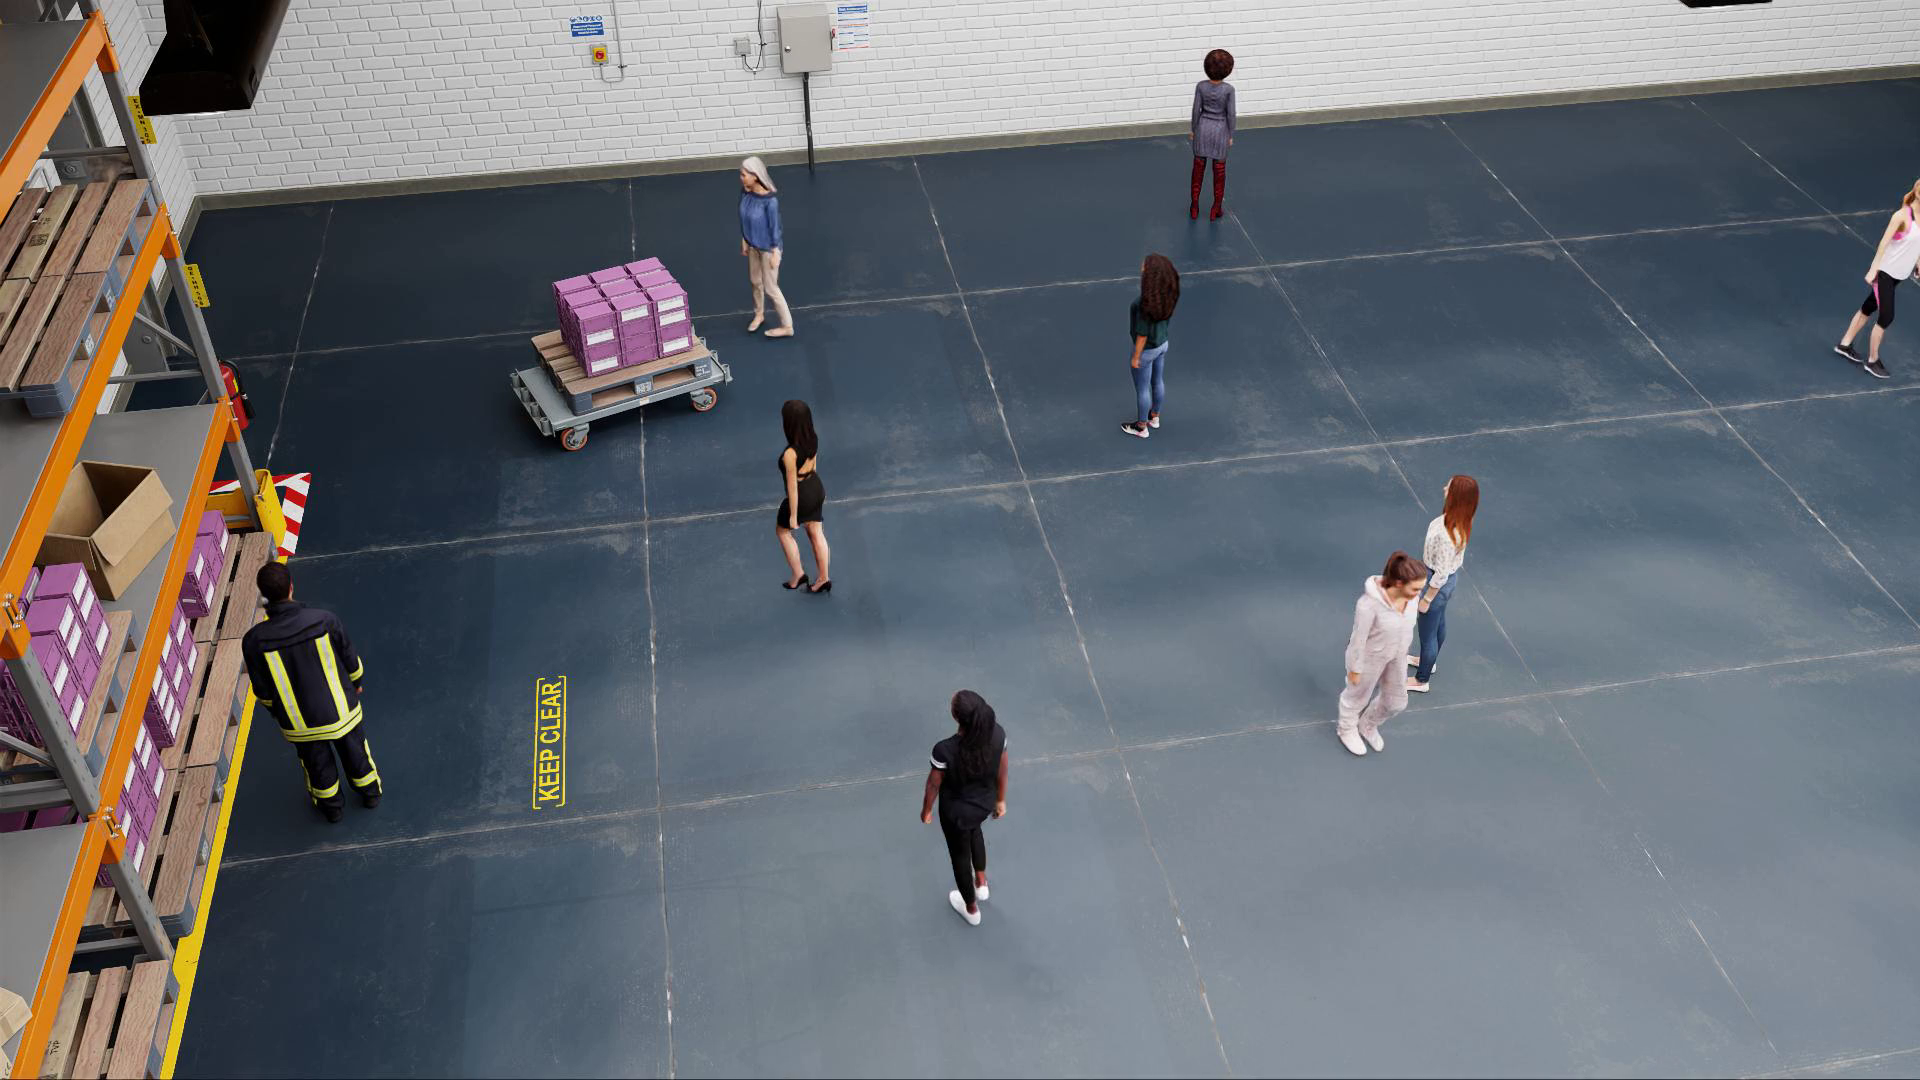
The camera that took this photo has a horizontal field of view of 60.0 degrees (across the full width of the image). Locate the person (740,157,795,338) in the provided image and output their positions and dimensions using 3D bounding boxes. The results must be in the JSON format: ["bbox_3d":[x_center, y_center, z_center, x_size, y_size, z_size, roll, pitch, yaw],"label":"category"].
[{"bbox_3d":[-1.708,-2.564,14.548,0.684,1.687,0.781,27,46,30],"label":"person"}]

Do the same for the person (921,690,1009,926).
[{"bbox_3d":[0.086,1.555,9.366,0.731,1.718,0.761,-23,44,-26],"label":"person"}]

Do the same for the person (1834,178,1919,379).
[{"bbox_3d":[7.851,-2.321,14.175,0.775,1.773,0.912,-18,42,-21],"label":"person"}]

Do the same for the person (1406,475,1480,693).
[{"bbox_3d":[3.161,0.279,10.955,0.713,1.729,0.626,17,42,21],"label":"person"}]

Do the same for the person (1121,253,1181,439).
[{"bbox_3d":[1.528,-1.562,13.349,0.763,1.617,0.715,30,47,32],"label":"person"}]

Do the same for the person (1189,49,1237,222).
[{"bbox_3d":[2.460,-3.951,16.264,0.662,1.713,0.675,14,41,16],"label":"person"}]

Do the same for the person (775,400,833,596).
[{"bbox_3d":[-1.026,-0.244,11.684,0.792,1.635,0.722,18,42,21],"label":"person"}]

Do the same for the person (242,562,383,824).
[{"bbox_3d":[-3.879,0.929,9.986,0.858,1.922,0.786,-17,42,-20],"label":"person"}]

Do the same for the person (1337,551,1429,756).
[{"bbox_3d":[2.593,0.666,10.521,0.731,1.665,0.724,-16,41,-19],"label":"person"}]
